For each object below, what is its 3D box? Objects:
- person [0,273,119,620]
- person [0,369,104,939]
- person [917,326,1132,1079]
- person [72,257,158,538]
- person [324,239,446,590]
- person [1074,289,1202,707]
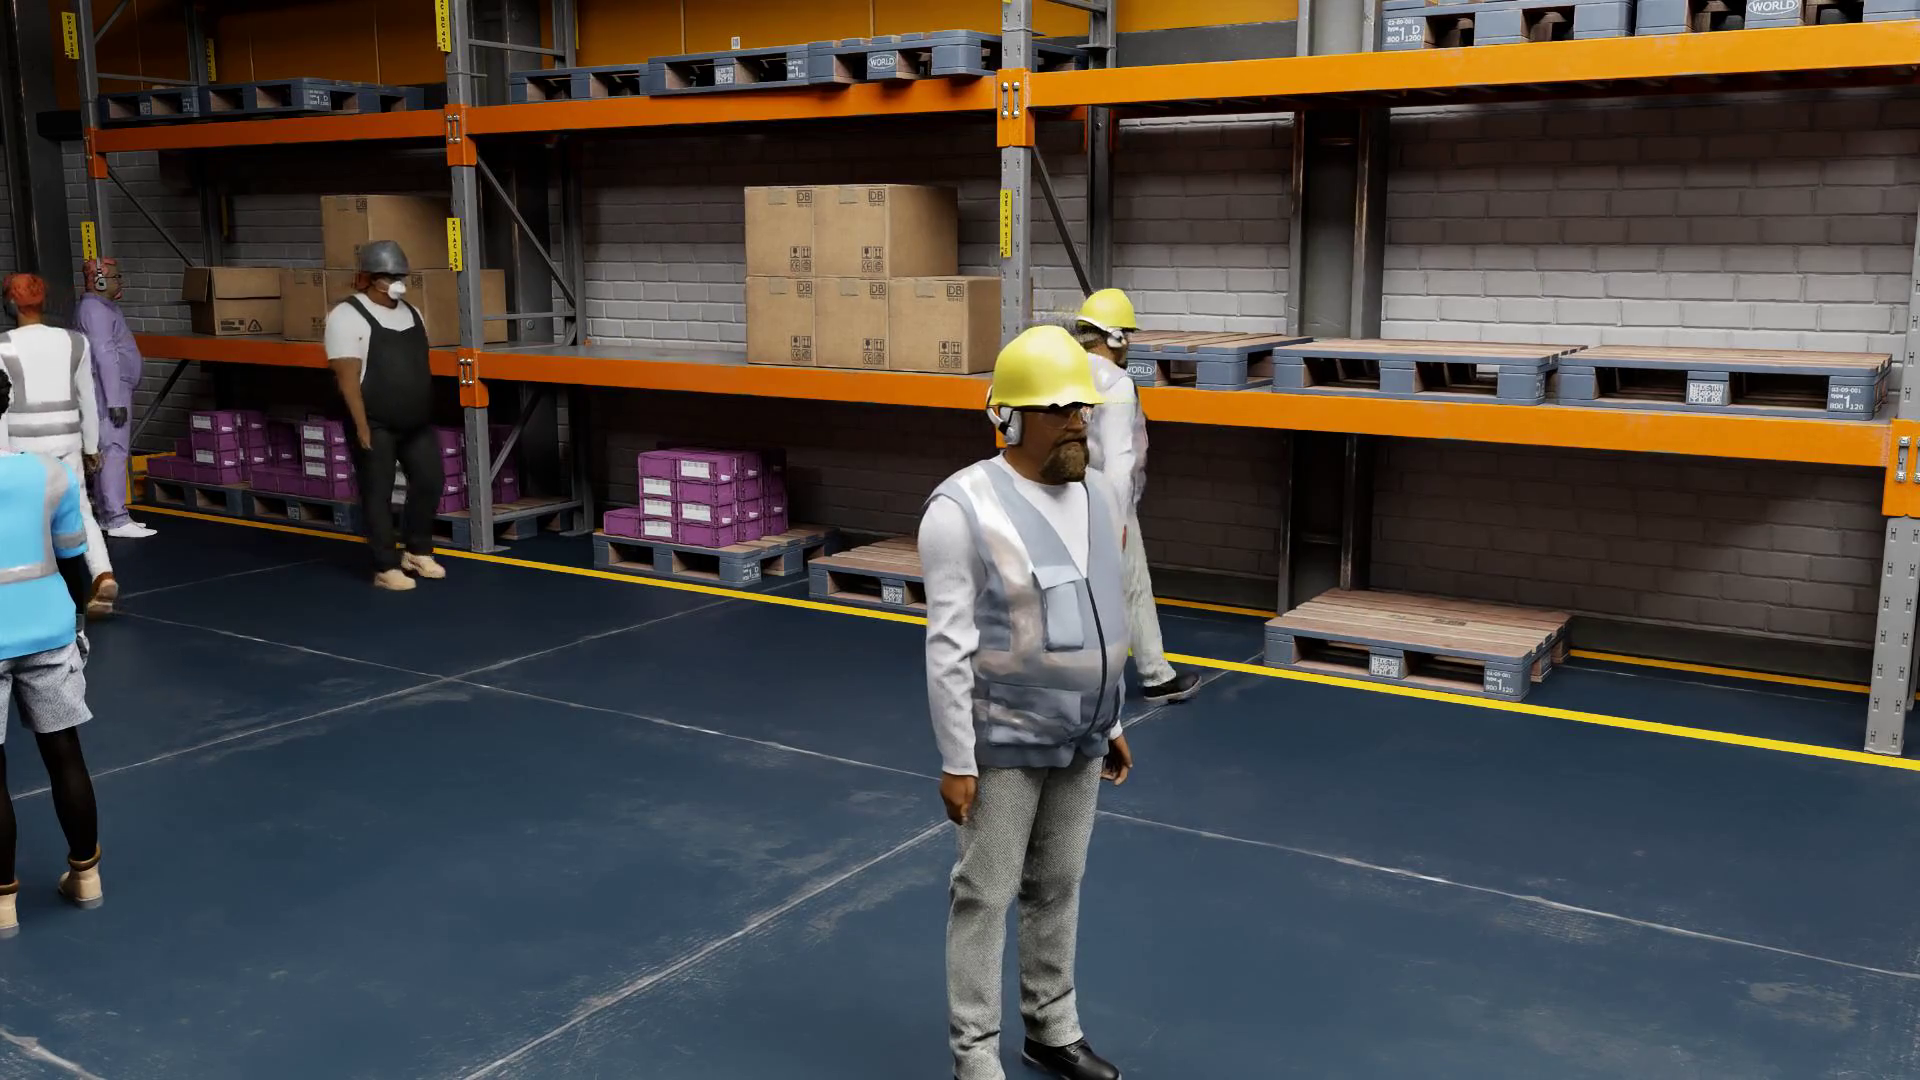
[{"bbox_3d":[-4.842,-0.488,8.844,0.883,1.857,0.579,8,13,39],"label":"person"},{"bbox_3d":[-2.808,0.308,4.871,0.318,1.697,0.540,7,13,35],"label":"person"},{"bbox_3d":[0.180,0.432,3.807,0.588,1.835,0.403,-10,14,-43],"label":"person"},{"bbox_3d":[-5.789,-0.969,11.372,0.409,1.909,0.639,-7,12,-34],"label":"person"},{"bbox_3d":[-3.312,-0.728,9.666,0.535,2.000,0.703,7,12,32],"label":"person"},{"bbox_3d":[0.686,-0.170,7.189,0.650,1.812,0.622,-5,11,-26],"label":"person"}]
